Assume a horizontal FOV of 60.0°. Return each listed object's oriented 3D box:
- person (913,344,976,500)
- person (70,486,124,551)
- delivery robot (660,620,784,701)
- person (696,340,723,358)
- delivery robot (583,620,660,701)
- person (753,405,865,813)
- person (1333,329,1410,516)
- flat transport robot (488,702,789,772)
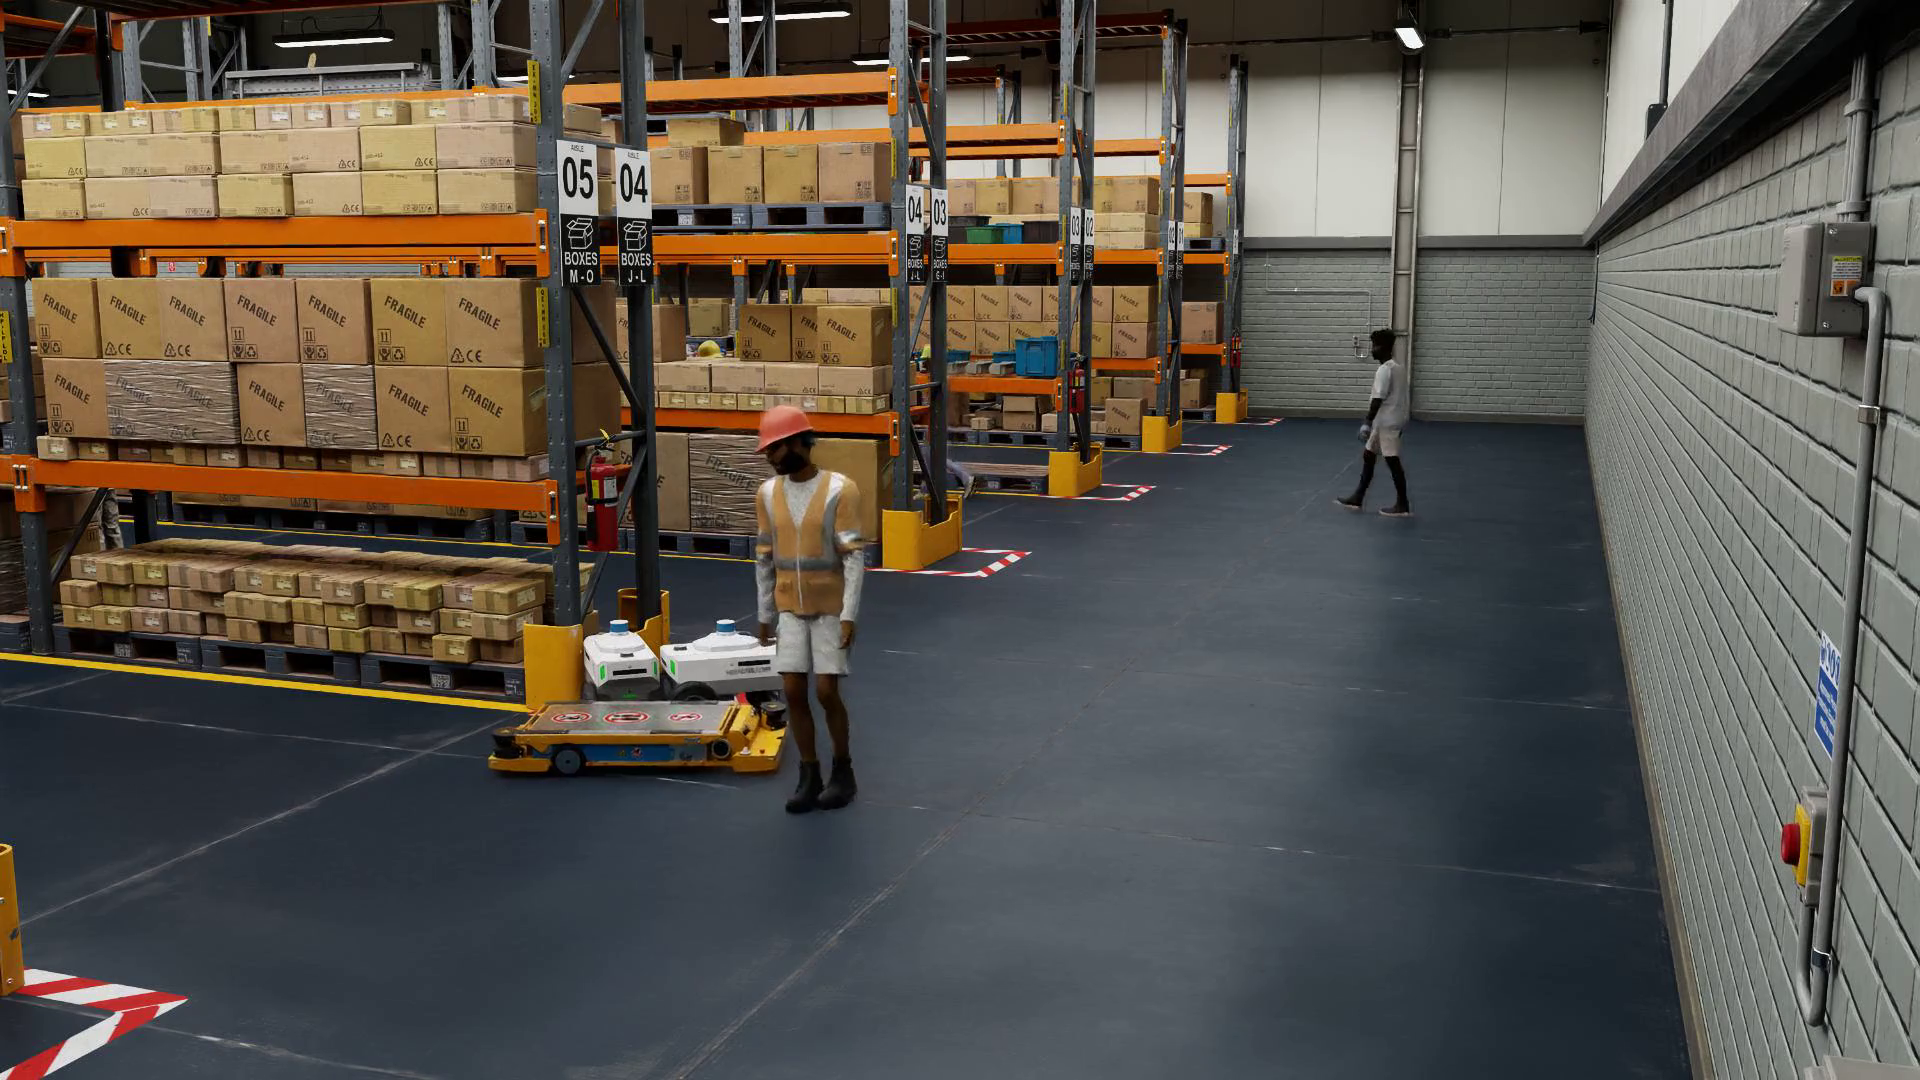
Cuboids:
[{"bbox_3d":[-0.211,-1.276,18.217,0.713,1.746,0.528,0,9,1],"label":"person"},{"bbox_3d":[-6.774,-0.387,13.019,0.317,1.629,0.508,1,9,4],"label":"person"},{"bbox_3d":[-1.308,0.692,9.334,0.707,0.478,0.477,-3,10,-19],"label":"delivery robot"},{"bbox_3d":[-2.523,-1.092,16.777,0.404,1.835,0.586,5,10,29],"label":"person"},{"bbox_3d":[-1.906,0.692,9.333,0.477,0.478,0.707,-3,10,-20],"label":"delivery robot"},{"bbox_3d":[-0.711,0.319,7.768,0.583,1.891,0.420,4,10,21],"label":"person"},{"bbox_3d":[4.274,-1.214,17.235,0.919,1.928,0.616,3,10,19],"label":"person"},{"bbox_3d":[-1.629,1.003,8.565,1.431,0.197,0.652,0,9,0],"label":"flat transport robot"}]
